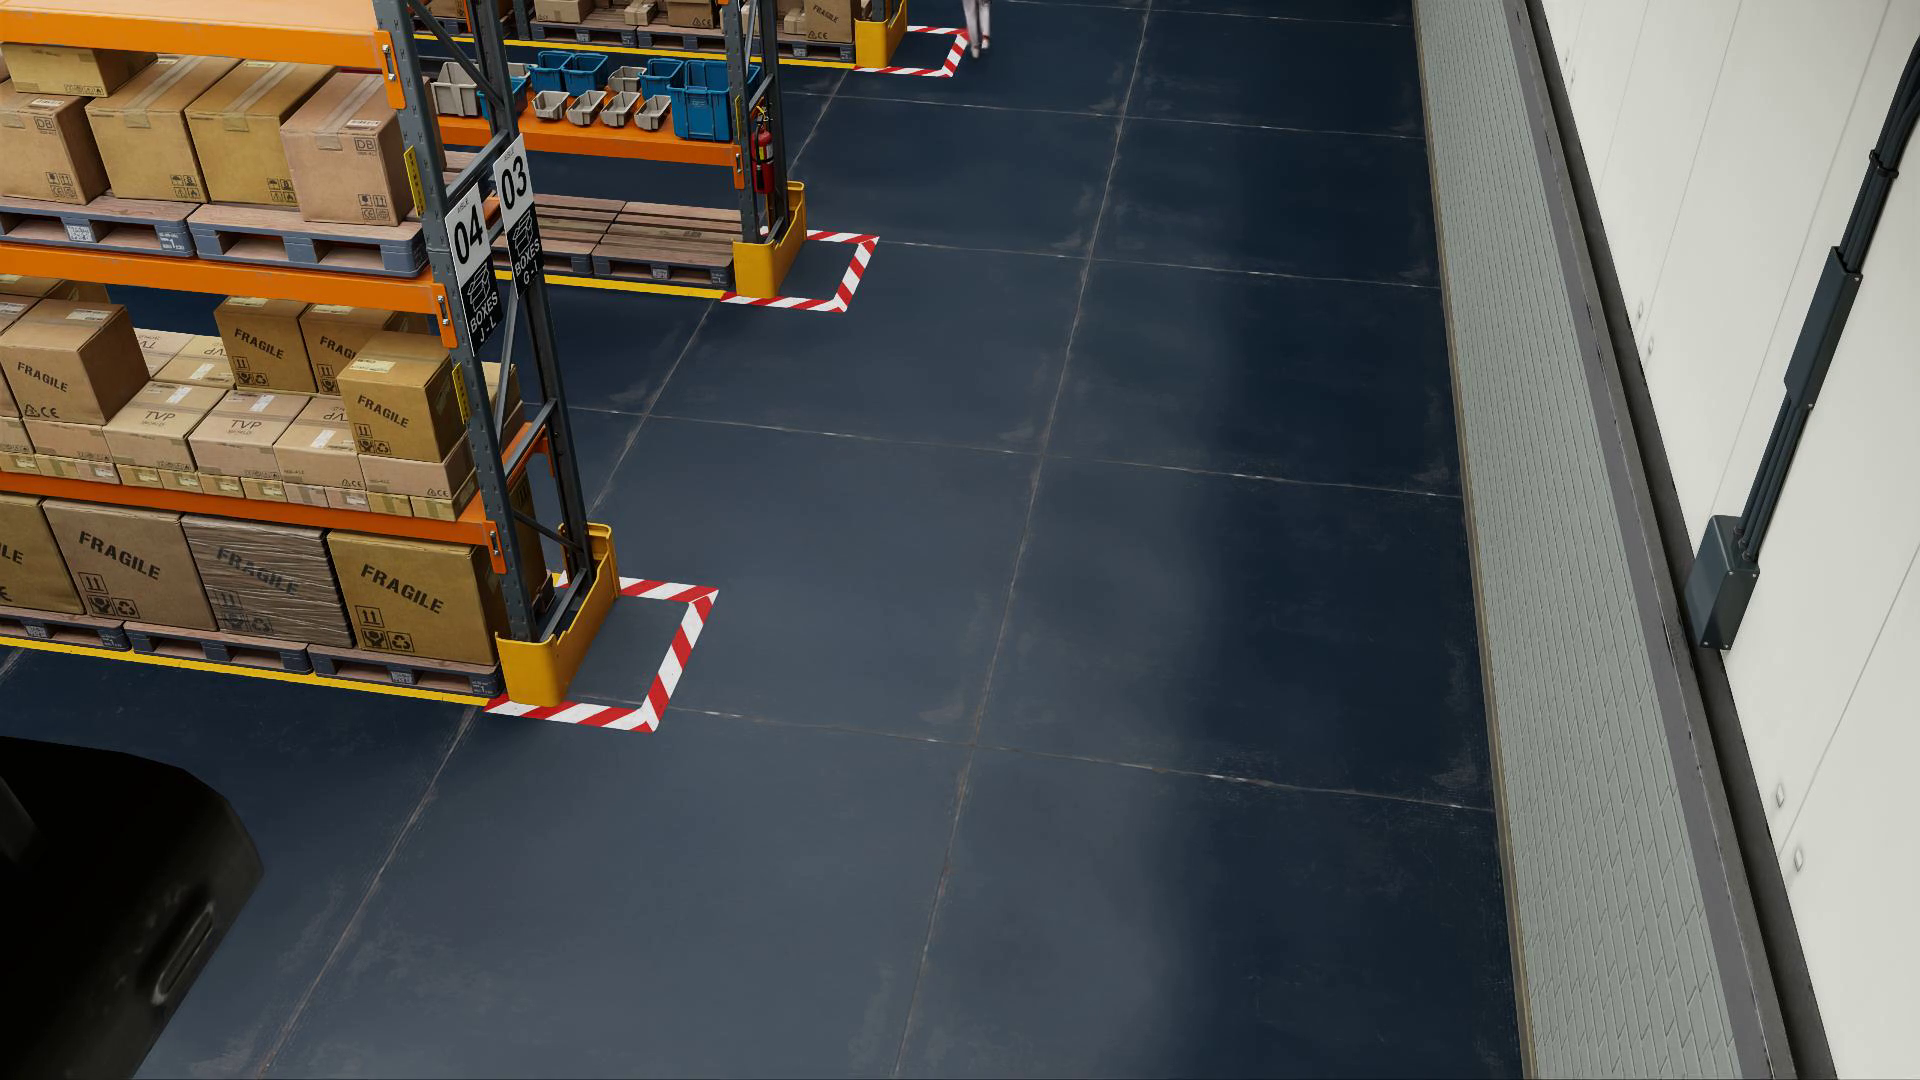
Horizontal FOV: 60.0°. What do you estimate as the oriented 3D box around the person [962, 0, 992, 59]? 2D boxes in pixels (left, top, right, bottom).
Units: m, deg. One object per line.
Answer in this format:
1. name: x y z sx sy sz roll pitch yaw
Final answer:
1. person: 0.160 -5.879 17.427 0.600 1.678 0.716 -2 38 -3
